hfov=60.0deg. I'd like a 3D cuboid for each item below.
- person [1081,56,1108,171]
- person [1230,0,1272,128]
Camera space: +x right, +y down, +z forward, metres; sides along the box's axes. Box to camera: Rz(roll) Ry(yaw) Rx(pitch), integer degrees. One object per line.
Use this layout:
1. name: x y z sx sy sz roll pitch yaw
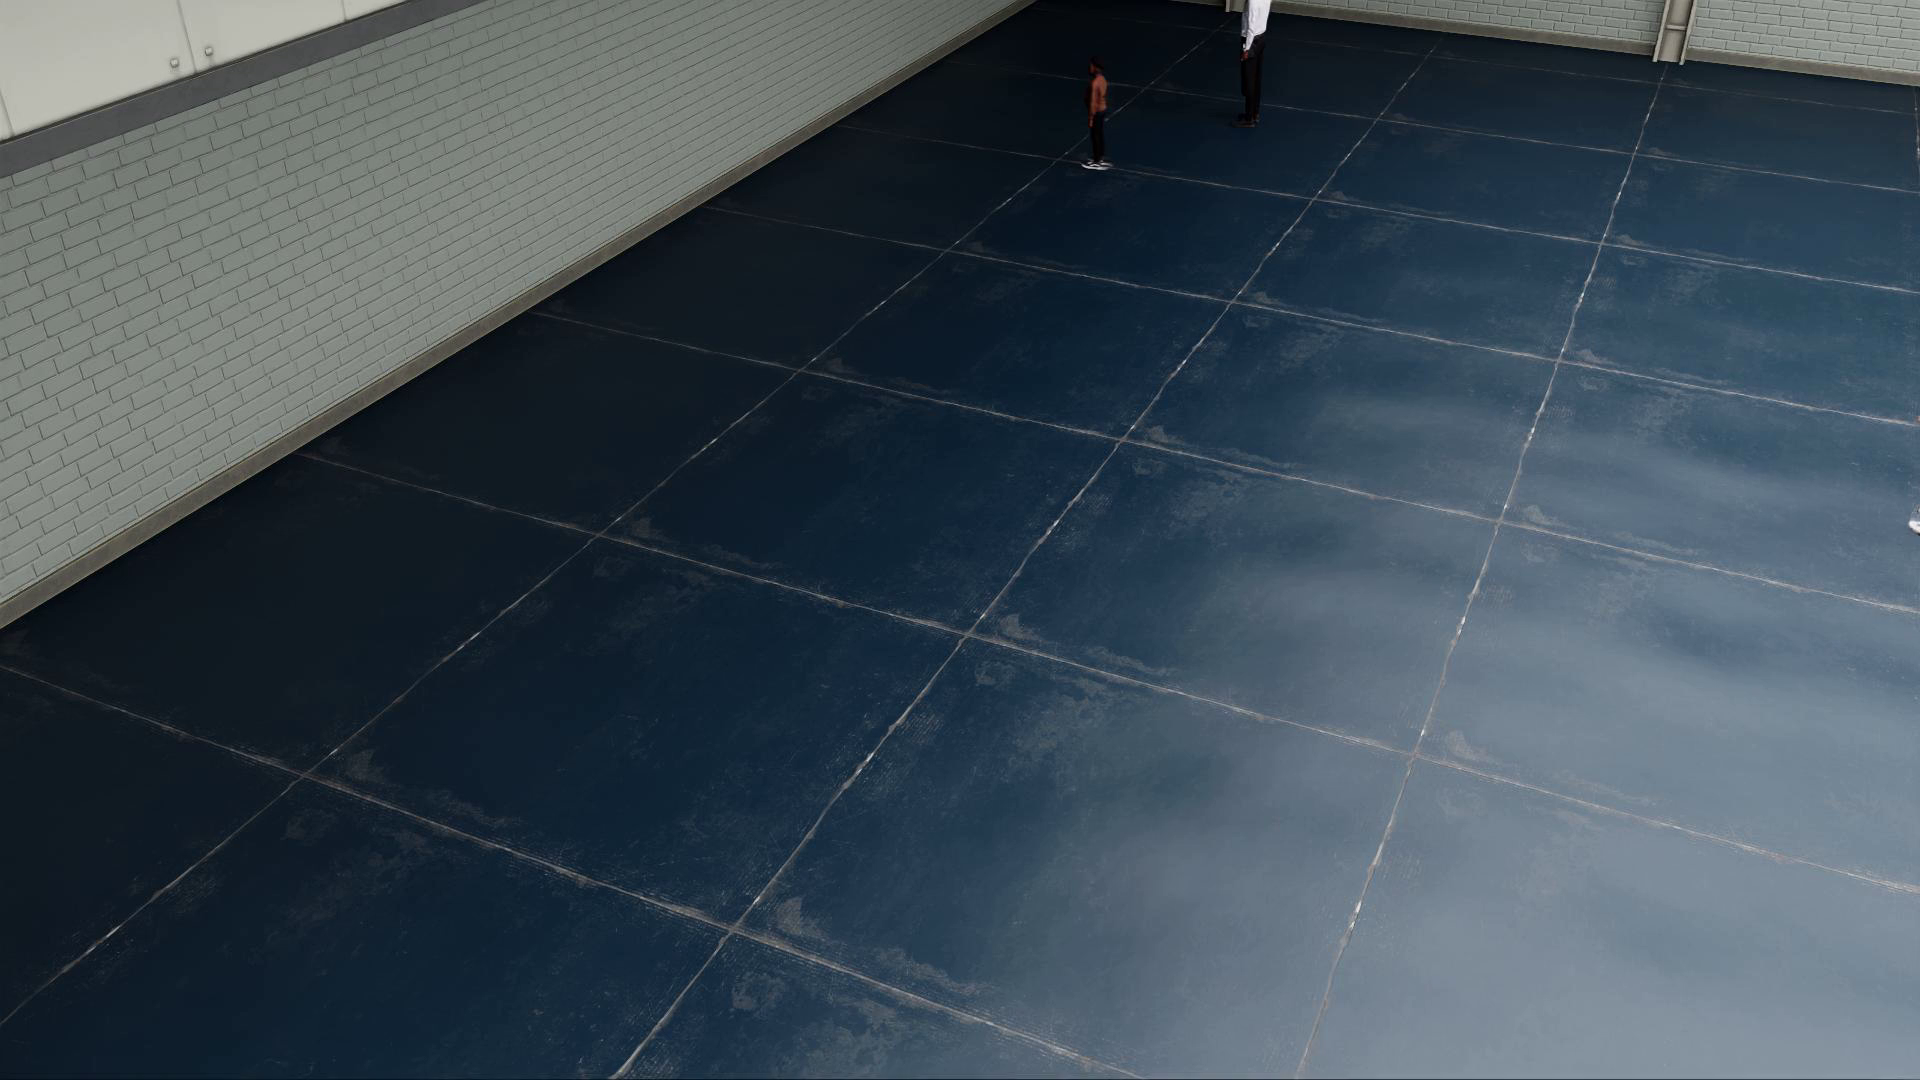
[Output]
1. person: 1.535 -4.803 18.655 0.476 1.252 0.533 12 34 18
2. person: 3.481 -5.850 19.770 0.552 1.835 0.653 17 36 25
